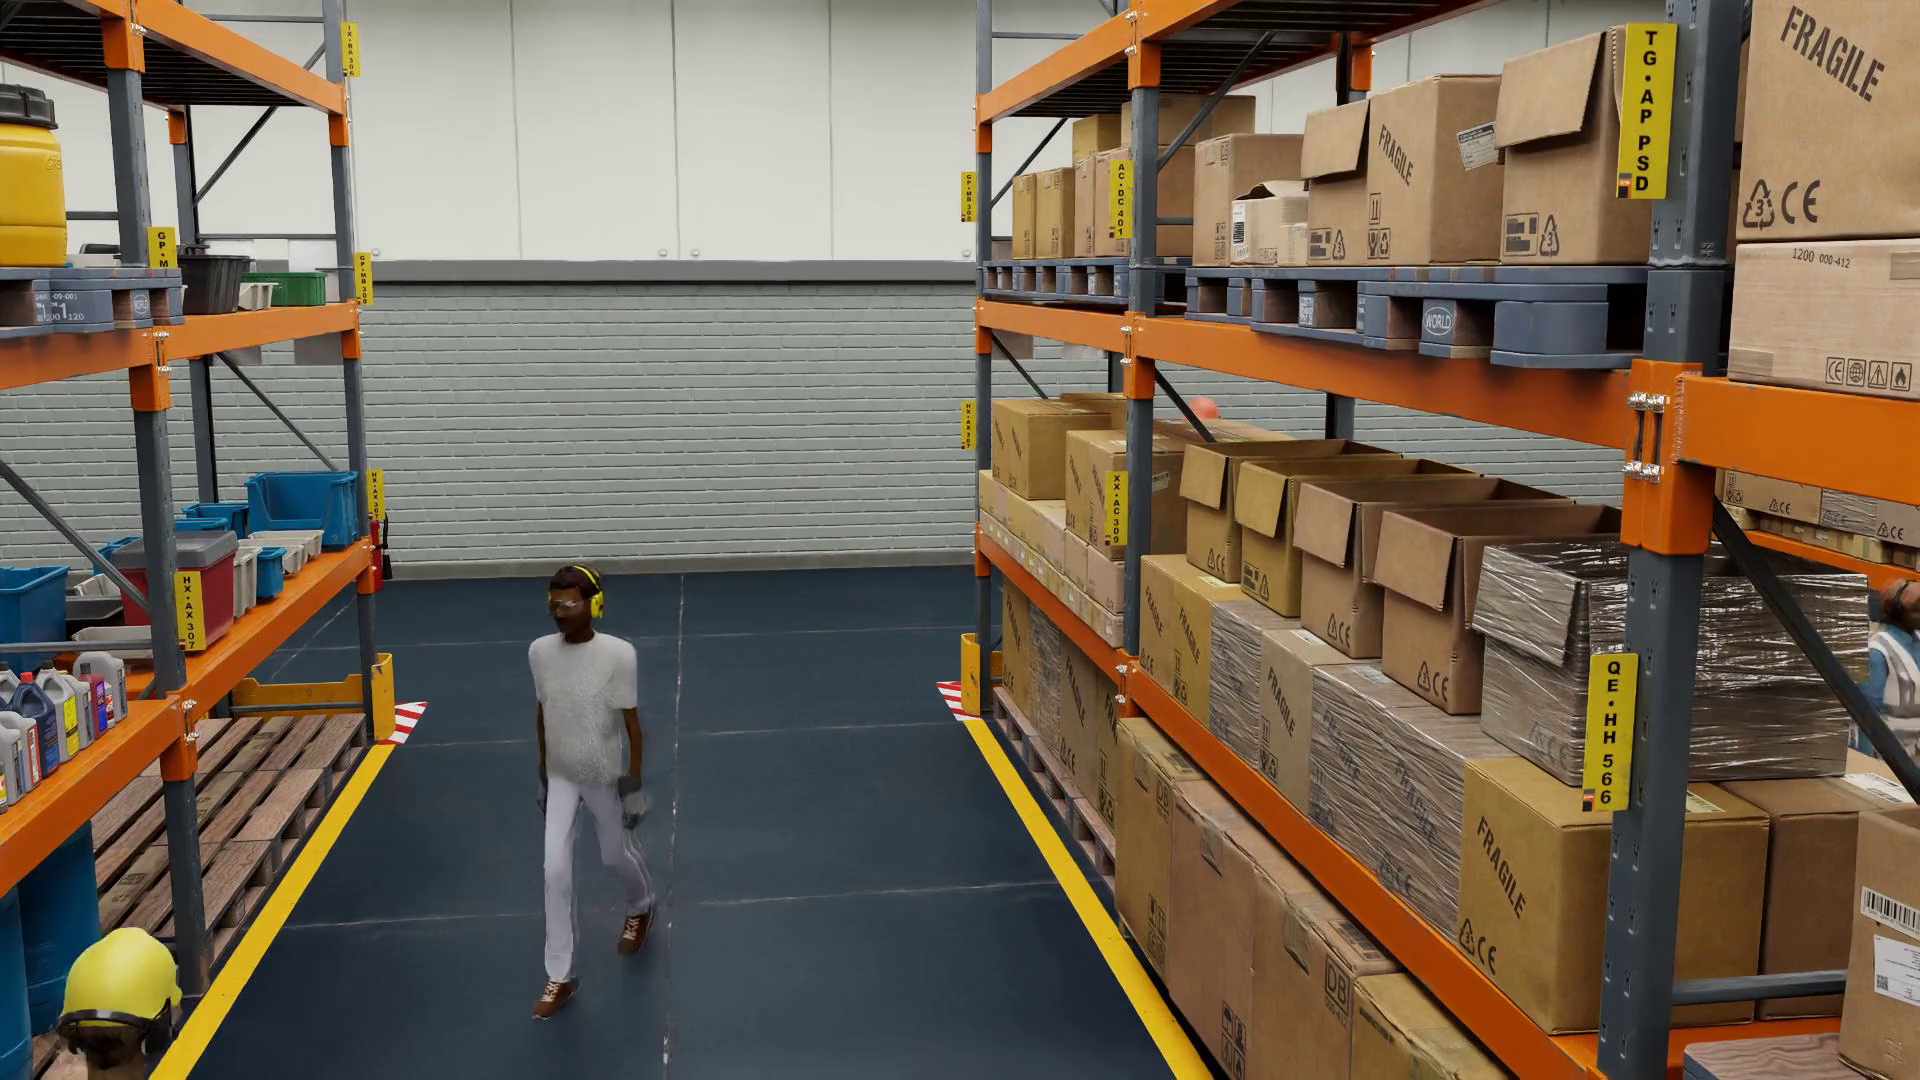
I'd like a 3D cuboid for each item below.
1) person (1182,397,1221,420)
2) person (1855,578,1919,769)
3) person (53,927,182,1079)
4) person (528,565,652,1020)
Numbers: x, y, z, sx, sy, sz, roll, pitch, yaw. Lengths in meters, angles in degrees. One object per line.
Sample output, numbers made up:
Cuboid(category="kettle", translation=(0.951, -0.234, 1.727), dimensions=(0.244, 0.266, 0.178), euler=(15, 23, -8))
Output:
Cuboid(category="person", translation=(1.882, -0.103, 13.105), dimensions=(0.357, 2.047, 0.615), euler=(-3, 10, -18))
Cuboid(category="person", translation=(4.336, 0.964, 7.851), dimensions=(0.519, 1.619, 0.585), euler=(-6, 11, -33))
Cuboid(category="person", translation=(-1.691, 1.631, 3.416), dimensions=(0.543, 1.727, 0.876), euler=(-2, 9, -12))
Cuboid(category="person", translation=(-1.557, 0.986, 7.068), dimensions=(0.529, 1.836, 0.941), euler=(2, 9, 12))
